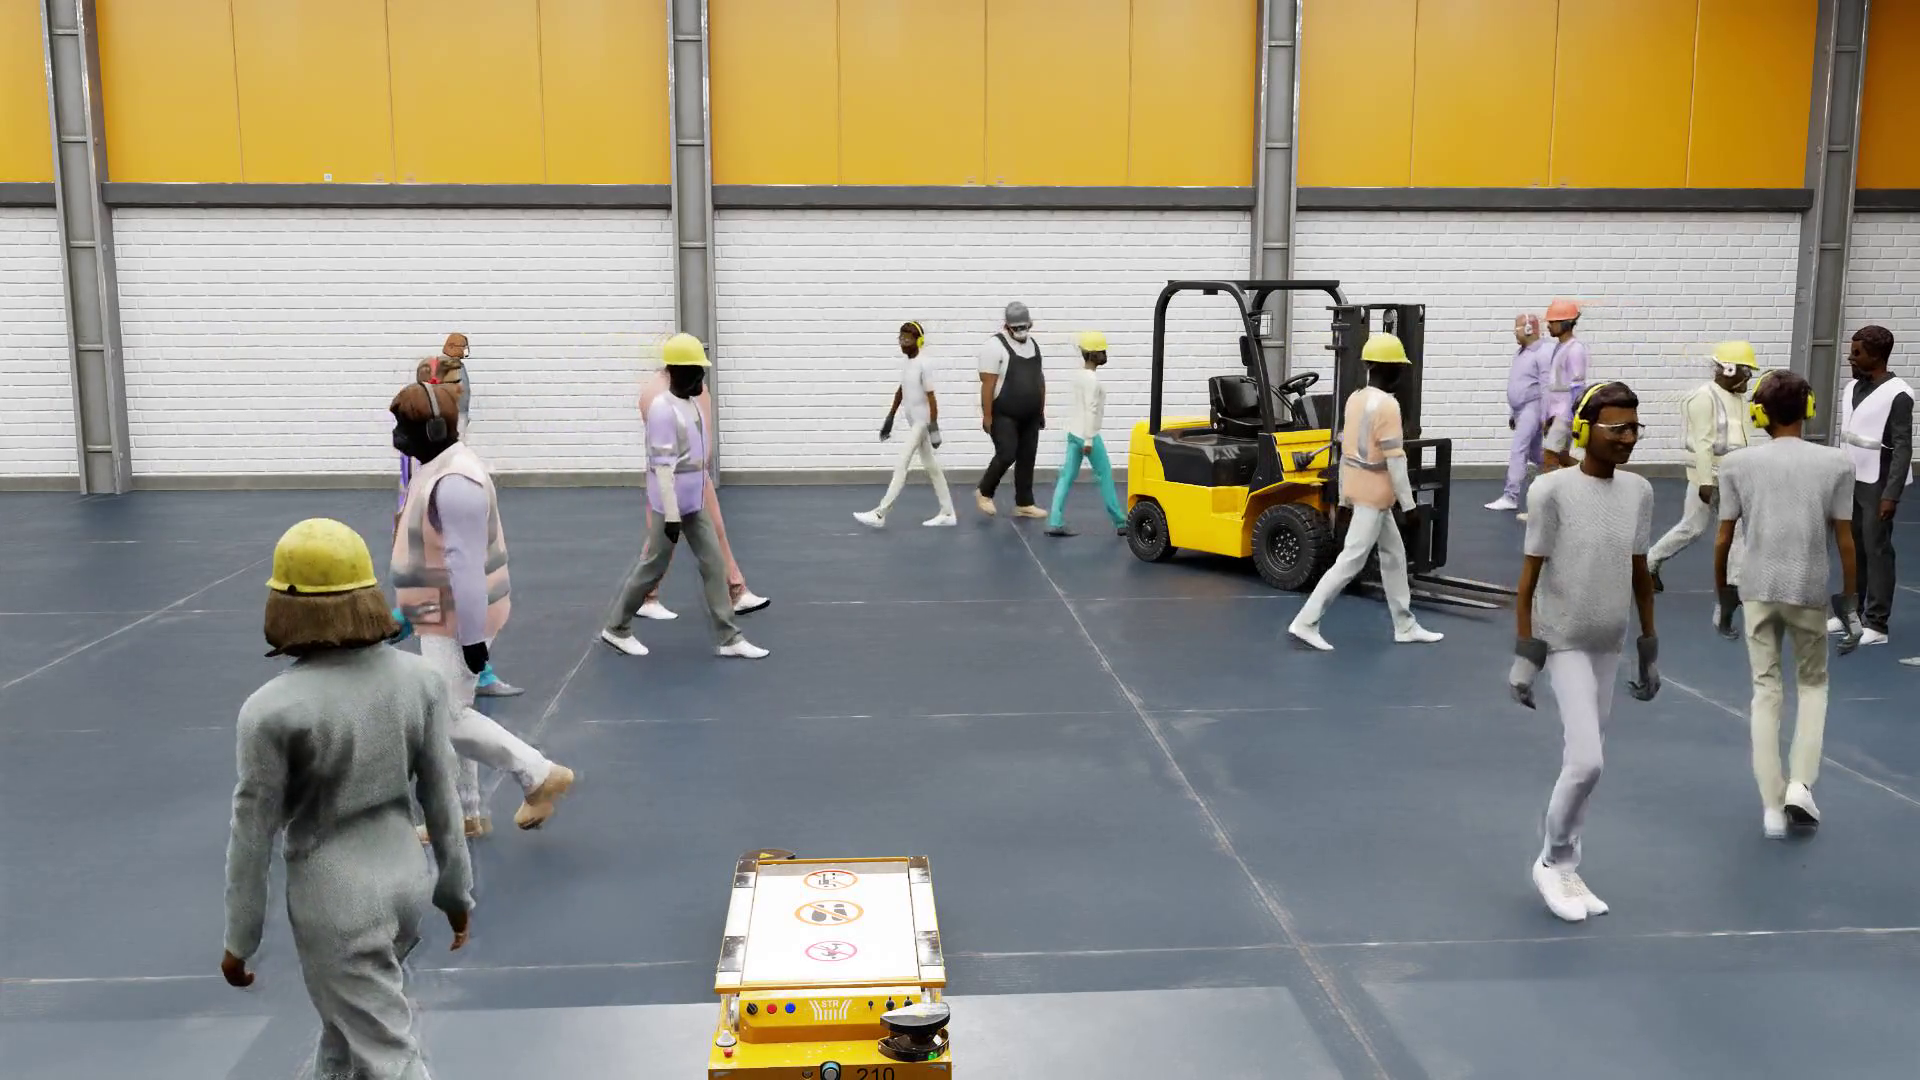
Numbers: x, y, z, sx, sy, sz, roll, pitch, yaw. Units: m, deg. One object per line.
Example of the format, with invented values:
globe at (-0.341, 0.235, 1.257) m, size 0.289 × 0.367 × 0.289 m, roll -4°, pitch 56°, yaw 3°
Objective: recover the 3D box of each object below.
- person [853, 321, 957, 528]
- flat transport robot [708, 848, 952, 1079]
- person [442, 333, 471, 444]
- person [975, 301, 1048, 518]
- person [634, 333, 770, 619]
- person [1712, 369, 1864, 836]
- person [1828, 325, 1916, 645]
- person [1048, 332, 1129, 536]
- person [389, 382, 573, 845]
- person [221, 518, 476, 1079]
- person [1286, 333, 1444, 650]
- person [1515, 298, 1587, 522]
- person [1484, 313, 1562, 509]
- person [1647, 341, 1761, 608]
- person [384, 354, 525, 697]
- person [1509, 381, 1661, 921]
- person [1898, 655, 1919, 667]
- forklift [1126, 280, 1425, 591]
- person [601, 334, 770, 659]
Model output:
person at (-0.468, -0.986, 14.479) m, size 1.006 × 1.800 × 0.560 m, roll -2°, pitch 9°, yaw -15°
flat transport robot at (-0.394, 1.269, 5.127) m, size 0.652 × 0.197 × 1.431 m, roll -1°, pitch 9°, yaw -4°
person at (-5.033, -1.254, 16.704) m, size 0.265 × 1.632 × 0.508 m, roll -1°, pitch 9°, yaw -4°
person at (0.494, -1.186, 15.007) m, size 0.821 × 2.000 × 0.595 m, roll -8°, pitch 12°, yaw -42°
person at (-1.713, -0.380, 10.575) m, size 0.907 × 1.851 × 0.670 m, roll 4°, pitch 10°, yaw 26°
person at (3.274, 0.250, 6.596) m, size 0.556 × 1.844 × 0.429 m, roll 5°, pitch 10°, yaw 30°
person at (5.472, -0.326, 9.996) m, size 0.398 × 1.916 × 0.590 m, roll 0°, pitch 9°, yaw -2°
person at (1.157, -0.881, 14.033) m, size 0.887 × 1.729 × 0.525 m, roll -2°, pitch 9°, yaw -14°
person at (-1.875, 0.302, 6.365) m, size 0.563 × 1.827 × 0.621 m, roll -3°, pitch 10°, yaw -20°
person at (-1.323, 0.795, 3.657) m, size 0.928 × 1.693 × 0.497 m, roll 5°, pitch 11°, yaw 31°
person at (2.401, -0.277, 9.816) m, size 0.988 × 1.883 × 0.590 m, roll 0°, pitch 9°, yaw -3°
person at (5.457, -1.132, 14.780) m, size 0.807 × 2.018 × 0.641 m, roll 2°, pitch 9°, yaw 10°
person at (5.469, -1.217, 15.775) m, size 0.913 × 1.866 × 0.648 m, roll -1°, pitch 9°, yaw -5°
person at (5.041, -0.453, 11.236) m, size 0.580 × 1.789 × 0.850 m, roll -6°, pitch 11°, yaw -33°
person at (-2.771, -0.057, 8.644) m, size 0.855 × 1.817 × 0.578 m, roll -2°, pitch 9°, yaw -12°
person at (2.178, 0.390, 5.676) m, size 0.552 × 1.857 × 0.484 m, roll -4°, pitch 10°, yaw -22°
person at (5.794, -0.104, 9.206) m, size 0.839 × 1.736 × 0.525 m, roll 6°, pitch 11°, yaw 32°
forklift at (2.301, -0.860, 12.475) m, size 1.214 × 2.155 × 2.313 m, roll -6°, pitch 11°, yaw -35°
person at (-1.633, -0.241, 9.562) m, size 0.994 × 1.884 × 0.598 m, roll 2°, pitch 9°, yaw 14°
